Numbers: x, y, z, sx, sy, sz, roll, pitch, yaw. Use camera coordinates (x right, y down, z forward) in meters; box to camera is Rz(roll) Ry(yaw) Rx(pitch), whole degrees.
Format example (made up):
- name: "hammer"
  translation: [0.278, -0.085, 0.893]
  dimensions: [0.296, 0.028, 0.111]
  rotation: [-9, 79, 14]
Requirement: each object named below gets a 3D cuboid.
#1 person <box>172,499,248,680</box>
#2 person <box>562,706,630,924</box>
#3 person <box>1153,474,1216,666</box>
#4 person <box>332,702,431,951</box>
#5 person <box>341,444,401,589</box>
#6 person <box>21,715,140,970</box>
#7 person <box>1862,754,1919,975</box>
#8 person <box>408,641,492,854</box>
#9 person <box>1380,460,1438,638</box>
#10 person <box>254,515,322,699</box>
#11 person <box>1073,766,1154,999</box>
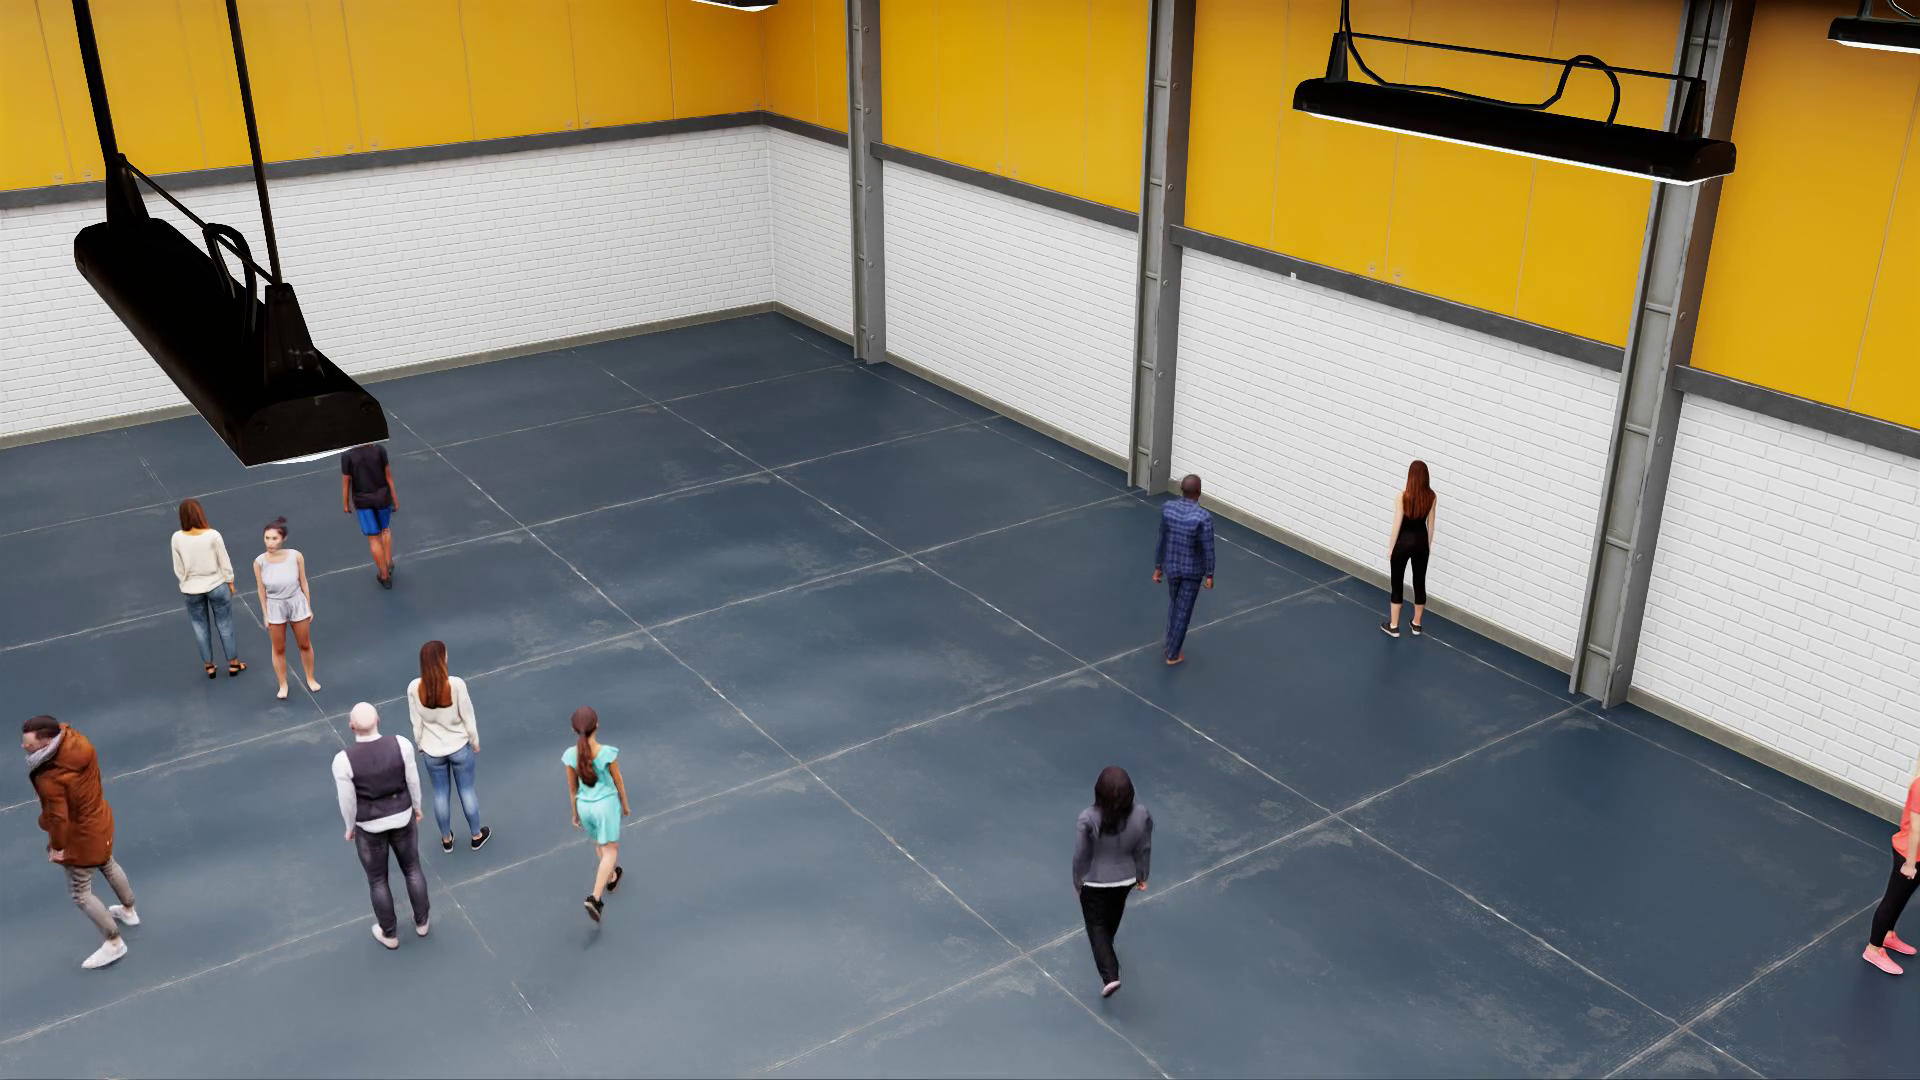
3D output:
- name: "person"
  translation: [-6.644, 0.429, 14.650]
  dimensions: [0.701, 1.680, 0.691]
  rotation: [-3, 24, -8]
- name: "person"
  translation: [-2.515, 1.893, 11.479]
  dimensions: [0.948, 1.537, 1.039]
  rotation: [3, 24, 7]
- name: "person"
  translation: [1.946, 0.291, 14.799]
  dimensions: [0.709, 1.814, 0.846]
  rotation: [16, 28, 32]
- name: "person"
  translation: [-3.853, 1.896, 11.116]
  dimensions: [0.676, 1.823, 0.568]
  rotation: [-16, 28, -32]
- name: "person"
  translation: [-5.747, -0.358, 16.328]
  dimensions: [0.664, 1.779, 0.755]
  rotation: [-14, 27, -29]
- name: "person"
  translation: [-5.798, 1.944, 11.021]
  dimensions: [1.016, 1.811, 0.872]
  rotation: [5, 24, 11]
- name: "person"
  translation: [6.287, 2.038, 10.952]
  dimensions: [0.578, 1.693, 0.632]
  rotation: [22, 32, 40]
- name: "person"
  translation: [-3.743, 1.512, 12.156]
  dimensions: [0.705, 1.694, 0.719]
  rotation: [-2, 24, -4]
- name: "person"
  translation: [4.175, 0.073, 15.407]
  dimensions: [0.645, 1.726, 0.658]
  rotation: [-3, 24, -7]
- name: "person"
  translation: [-5.830, 0.581, 14.391]
  dimensions: [0.595, 1.609, 0.552]
  rotation: [-11, 26, -23]
- name: "person"
  translation: [0.976, 2.201, 10.733]
  dimensions: [0.891, 1.572, 1.118]
  rotation: [-6, 24, -14]
